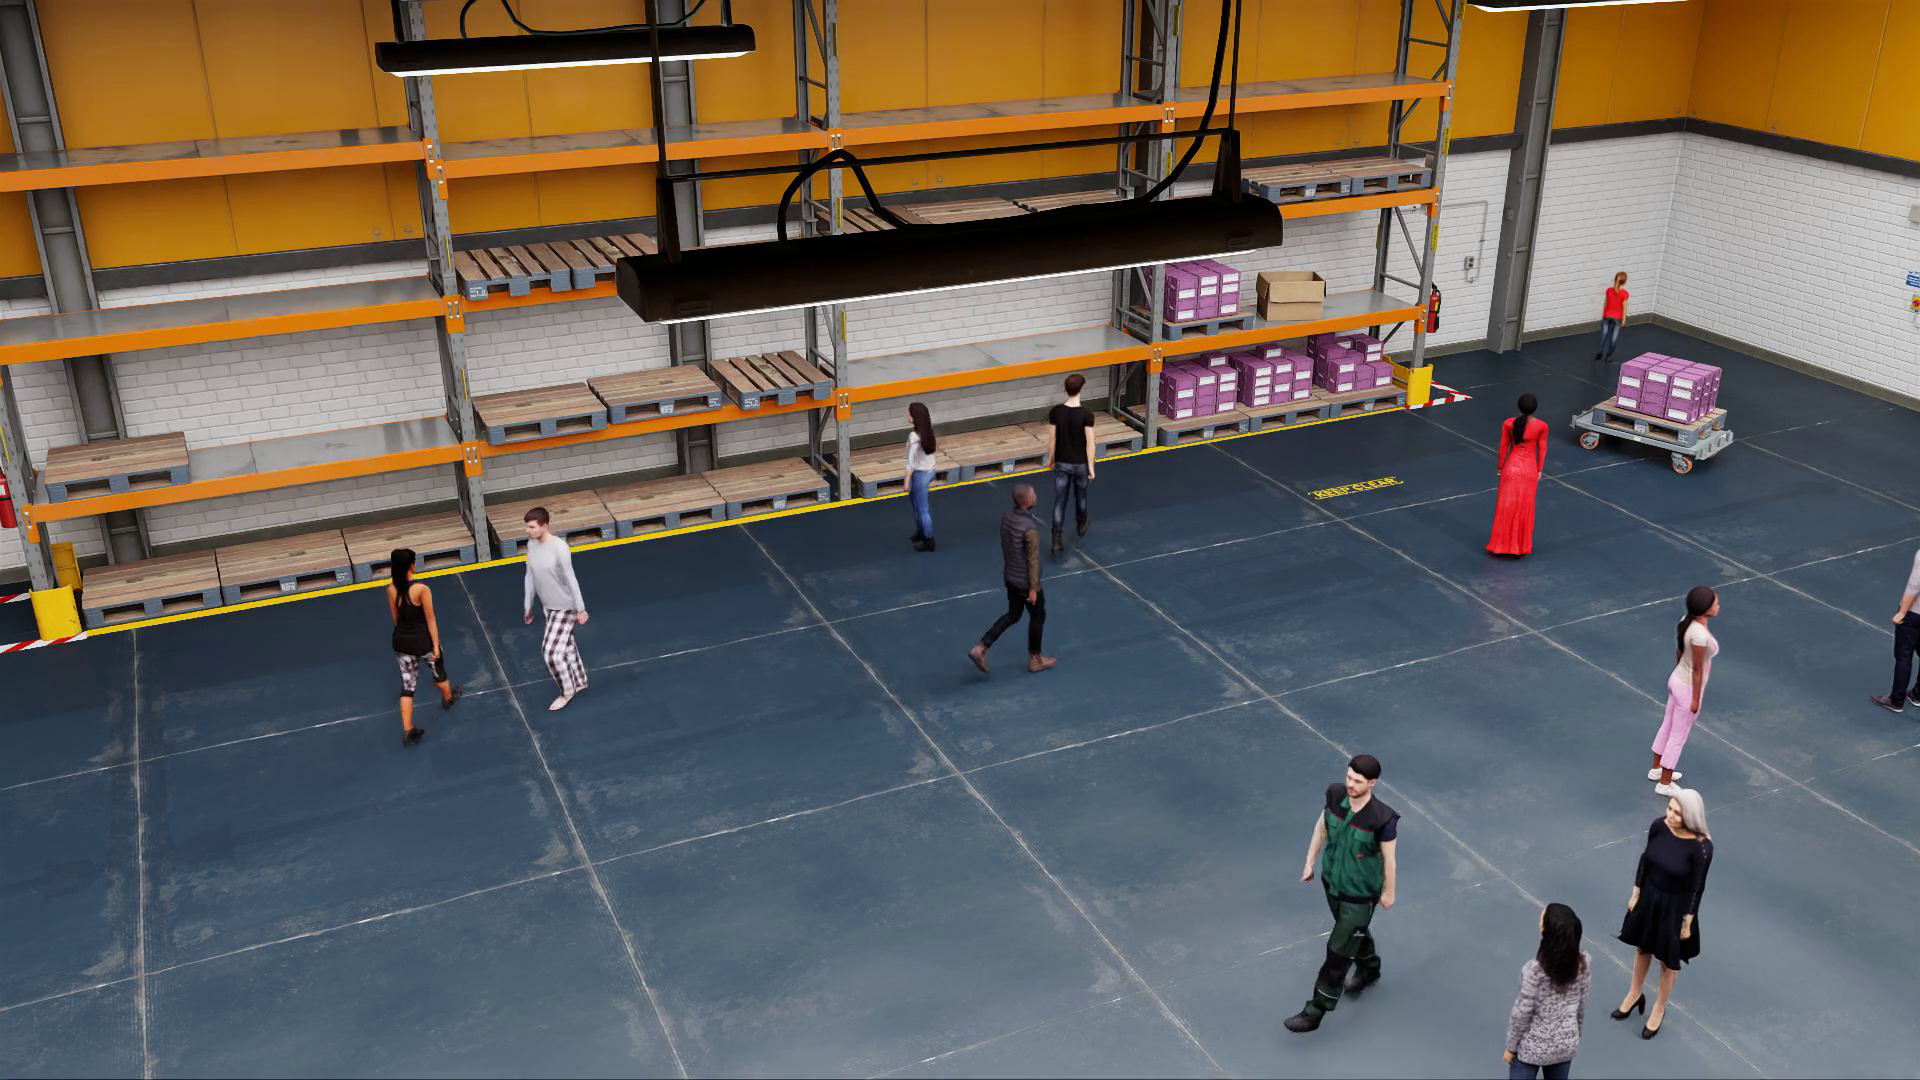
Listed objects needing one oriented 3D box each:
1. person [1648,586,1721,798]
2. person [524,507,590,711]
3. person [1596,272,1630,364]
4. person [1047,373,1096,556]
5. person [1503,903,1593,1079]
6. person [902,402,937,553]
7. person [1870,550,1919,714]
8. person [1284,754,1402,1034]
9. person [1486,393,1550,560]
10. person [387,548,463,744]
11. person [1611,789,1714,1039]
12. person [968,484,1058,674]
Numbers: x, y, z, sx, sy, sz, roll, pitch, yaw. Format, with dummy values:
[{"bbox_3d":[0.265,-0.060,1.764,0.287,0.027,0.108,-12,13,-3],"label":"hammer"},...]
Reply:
[{"bbox_3d":[5.618,1.152,12.878,0.676,1.741,0.660,3,24,7],"label":"person"},{"bbox_3d":[-3.364,0.532,14.192,0.852,1.825,0.924,15,28,31],"label":"person"},{"bbox_3d":[9.044,-3.073,23.099,0.638,1.297,0.732,17,29,34],"label":"person"},{"bbox_3d":[1.110,-0.735,17.056,1.252,1.854,1.272,7,25,16],"label":"person"},{"bbox_3d":[3.235,2.768,9.195,0.506,1.730,0.698,-7,25,-16],"label":"person"},{"bbox_3d":[-0.318,-0.638,17.123,0.783,1.621,0.722,8,25,18],"label":"person"},{"bbox_3d":[8.153,0.580,14.060,0.490,1.843,0.730,-9,25,-19],"label":"person"},{"bbox_3d":[2.512,2.148,10.456,1.266,1.856,0.883,-17,29,-34],"label":"person"},{"bbox_3d":[5.699,-0.657,16.970,0.713,1.779,0.779,7,25,16],"label":"person"},{"bbox_3d":[-4.517,0.886,13.637,1.114,1.621,1.080,5,24,12],"label":"person"},{"bbox_3d":[4.345,2.292,10.265,0.597,1.746,0.626,-14,27,-29],"label":"person"},{"bbox_3d":[0.471,0.377,14.558,1.070,1.815,0.710,-11,26,-24],"label":"person"}]
